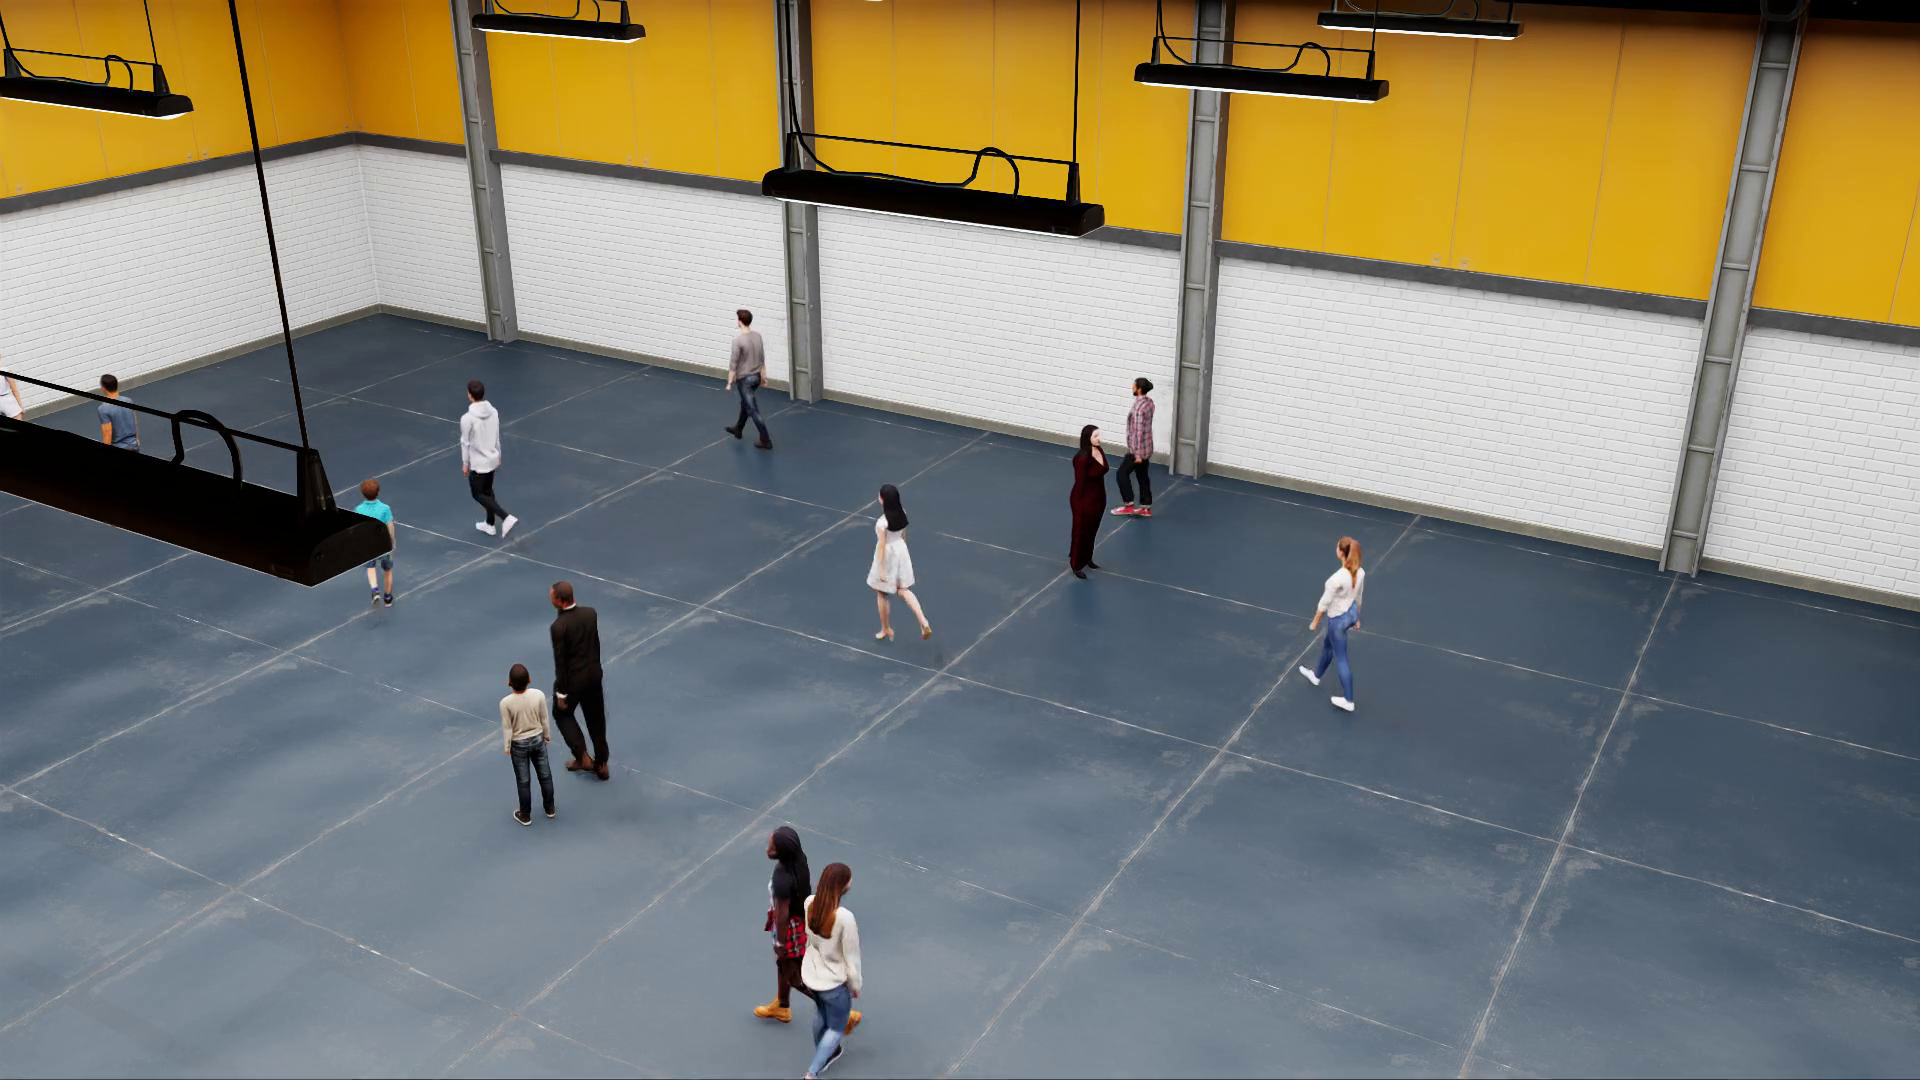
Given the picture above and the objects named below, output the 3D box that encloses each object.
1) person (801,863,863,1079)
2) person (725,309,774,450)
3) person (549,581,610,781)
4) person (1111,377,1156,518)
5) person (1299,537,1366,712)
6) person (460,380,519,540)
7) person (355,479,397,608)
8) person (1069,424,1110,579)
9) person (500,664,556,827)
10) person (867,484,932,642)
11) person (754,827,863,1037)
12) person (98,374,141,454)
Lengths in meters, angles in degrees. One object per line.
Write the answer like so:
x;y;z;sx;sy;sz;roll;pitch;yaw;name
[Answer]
-0.876;2.910;10.851;0.875;1.670;0.818;16;28;32;person
-2.743;-2.077;22.029;1.220;1.854;0.822;17;29;34;person
-3.236;1.252;14.378;0.781;1.882;0.835;22;32;40;person
2.209;-1.091;19.906;0.729;1.748;0.729;11;26;23;person
3.646;0.816;15.614;0.795;1.692;1.055;-21;31;-39;person
-5.457;-0.893;19.258;0.975;1.905;0.659;14;27;28;person
-6.200;0.061;17.655;0.678;1.440;0.739;-6;24;-13;person
1.405;-0.454;18.437;0.584;1.757;0.650;13;27;28;person
-3.609;1.695;13.886;0.623;1.465;0.642;-14;27;-29;person
-0.608;0.289;16.742;1.035;1.754;0.758;19;30;37;person
-1.059;2.698;11.305;1.144;1.695;0.841;6;24;14;person
-9.997;-1.114;19.888;0.600;1.804;0.684;8;25;18;person
